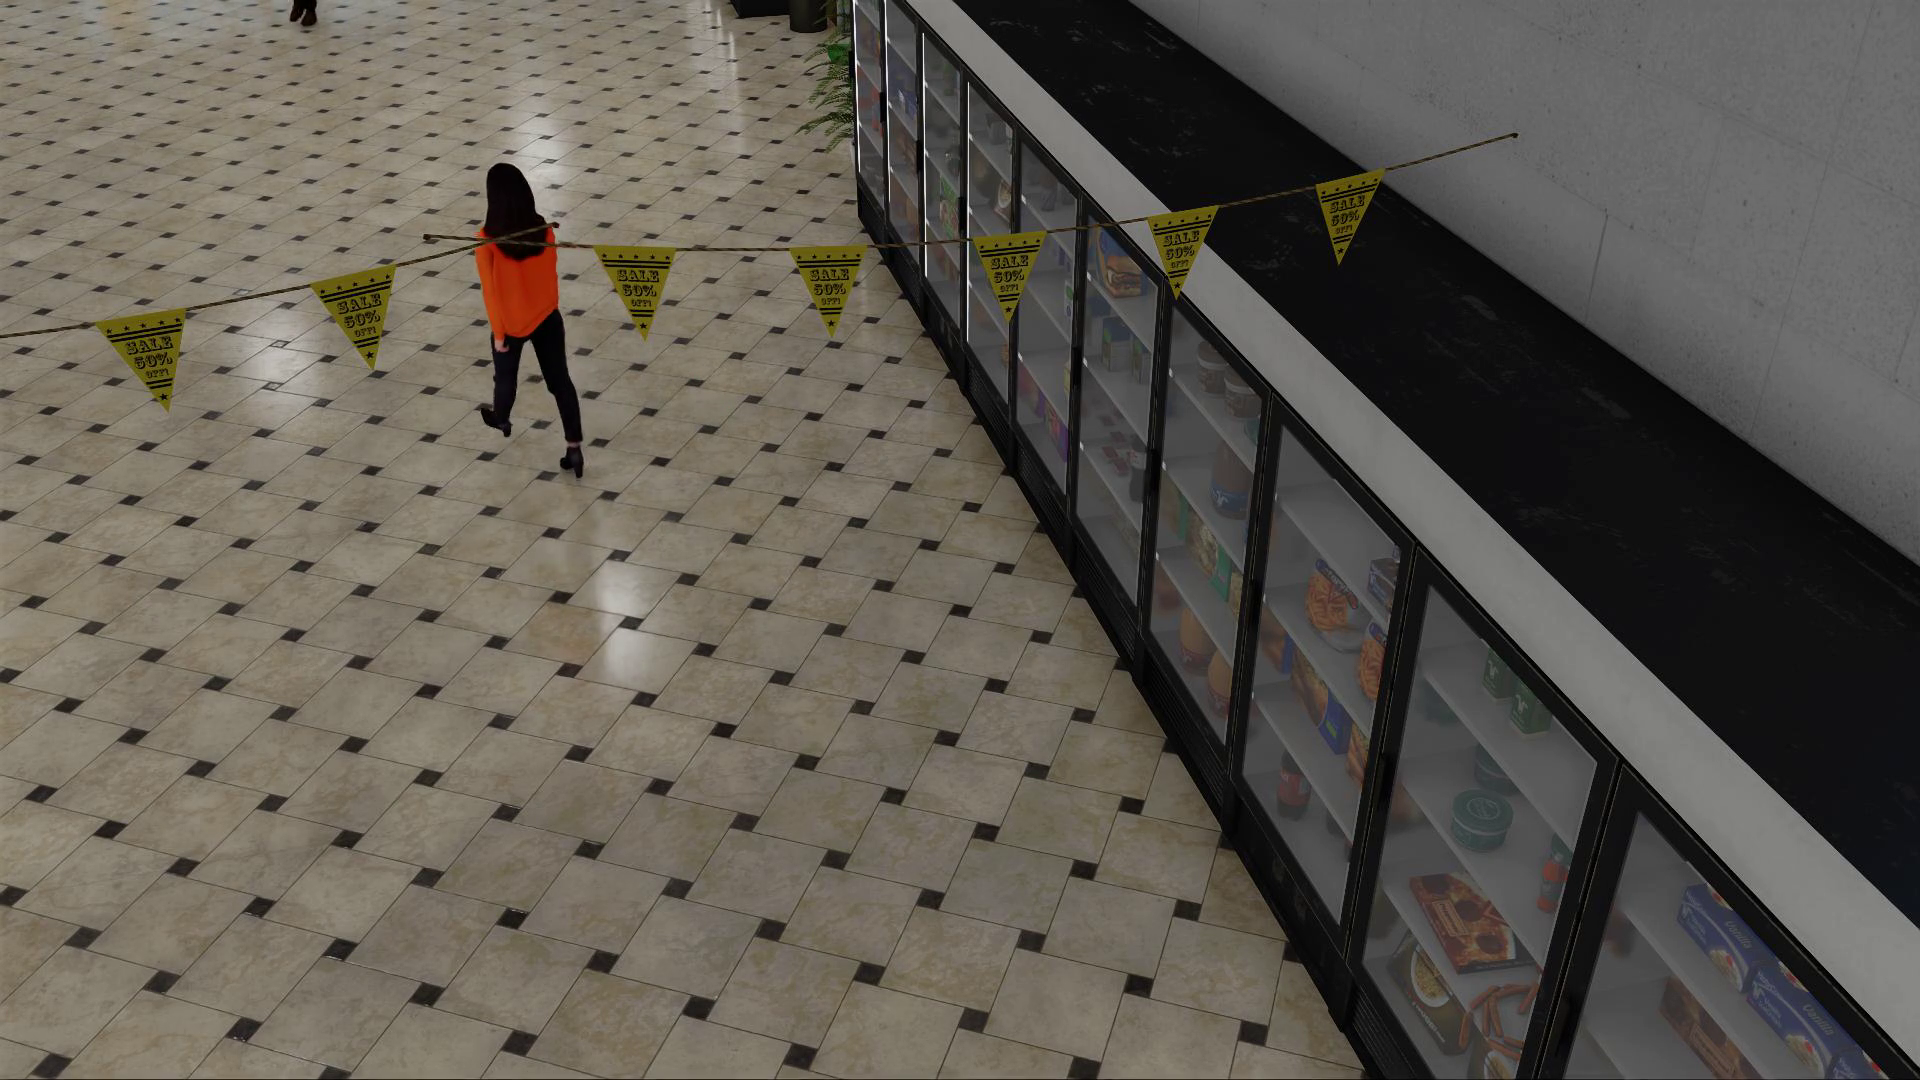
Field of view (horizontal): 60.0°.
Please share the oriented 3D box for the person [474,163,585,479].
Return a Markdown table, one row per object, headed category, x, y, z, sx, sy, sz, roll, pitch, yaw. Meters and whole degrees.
| category | x | y | z | sx | sy | sz | roll | pitch | yaw |
| --- | --- | --- | --- | --- | --- | --- | --- | --- | --- |
| person | -2.236 | -1.107 | 8.807 | 1.116 | 1.712 | 1.022 | -27 | 41 | -36 |
